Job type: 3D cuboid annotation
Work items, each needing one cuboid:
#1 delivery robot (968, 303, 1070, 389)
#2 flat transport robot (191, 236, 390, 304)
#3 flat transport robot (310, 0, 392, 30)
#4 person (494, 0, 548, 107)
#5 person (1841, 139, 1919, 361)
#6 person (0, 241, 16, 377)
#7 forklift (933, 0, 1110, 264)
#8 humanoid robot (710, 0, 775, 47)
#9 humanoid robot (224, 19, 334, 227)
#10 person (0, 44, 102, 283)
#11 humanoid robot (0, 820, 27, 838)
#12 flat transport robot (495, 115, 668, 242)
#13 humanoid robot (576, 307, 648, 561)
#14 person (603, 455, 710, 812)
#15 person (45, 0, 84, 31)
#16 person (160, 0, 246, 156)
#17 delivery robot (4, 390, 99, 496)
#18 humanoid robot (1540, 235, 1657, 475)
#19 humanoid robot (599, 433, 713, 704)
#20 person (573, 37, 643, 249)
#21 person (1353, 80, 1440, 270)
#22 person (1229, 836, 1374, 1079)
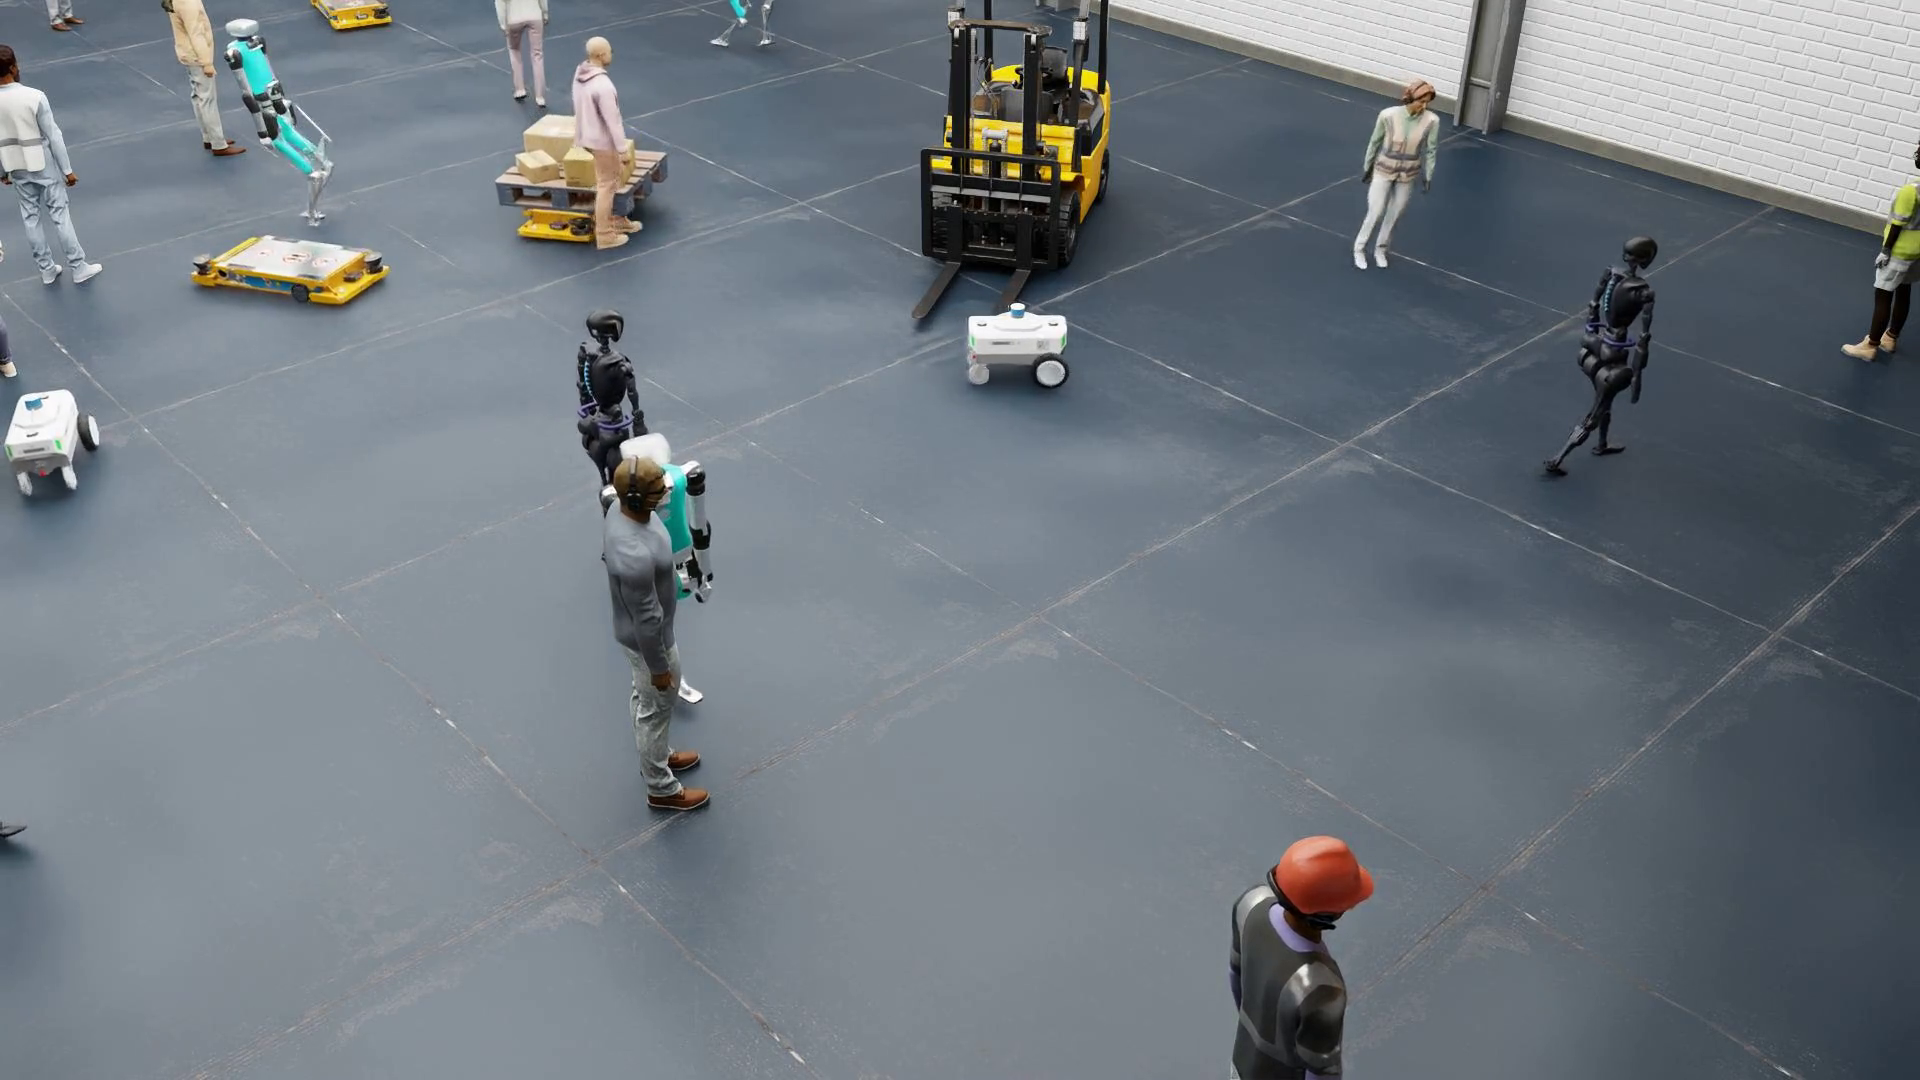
[{"bbox_3d":[0.424,-1.438,12.103,0.766,0.575,0.499,0,33,-1],"label":"delivery robot"},{"bbox_3d":[-5.468,-2.211,13.571,1.431,0.231,0.659,10,34,15],"label":"flat transport robot"},{"bbox_3d":[-7.387,-6.464,20.109,0.659,0.231,1.431,-17,37,-25],"label":"flat transport robot"},{"bbox_3d":[-4.479,-5.350,17.045,0.531,1.746,0.614,-11,35,-16],"label":"person"},{"bbox_3d":[6.892,-2.127,12.138,0.534,1.693,0.319,-20,38,-28],"label":"person"},{"bbox_3d":[-7.109,-1.943,11.694,0.406,1.867,0.806,18,37,26],"label":"person"},{"bbox_3d":[0.570,-3.725,14.138,1.214,2.155,2.313,9,34,13],"label":"forklift"},{"bbox_3d":[-2.412,-6.262,18.495,1.029,1.763,0.539,16,36,23],"label":"humanoid robot"},{"bbox_3d":[-5.751,-3.560,14.336,0.781,1.811,0.533,4,33,6],"label":"humanoid robot"},{"bbox_3d":[-7.370,-2.961,13.213,0.595,1.916,0.375,0,33,-1],"label":"person"},{"bbox_3d":[-4.920,0.801,7.679,0.758,1.626,0.600,14,36,20],"label":"humanoid robot"},{"bbox_3d":[-3.326,-3.018,14.812,0.659,0.231,1.431,7,34,11],"label":"flat transport robot"},{"bbox_3d":[-2.048,-0.617,9.832,0.610,1.651,0.340,27,41,34],"label":"humanoid robot"},{"bbox_3d":[-1.475,0.445,7.960,0.357,1.937,0.636,-8,34,-12],"label":"person"},{"bbox_3d":[-10.612,-6.794,19.351,0.333,1.645,0.477,7,34,10],"label":"person"},{"bbox_3d":[-7.235,-4.589,15.756,0.400,1.876,0.554,-21,38,-29],"label":"person"},{"bbox_3d":[-6.028,-0.683,10.953,0.499,0.587,0.769,-10,34,-15],"label":"delivery robot"},{"bbox_3d":[4.199,-1.195,10.761,0.767,1.631,0.613,-10,34,-15],"label":"humanoid robot"},{"bbox_3d":[-1.596,0.185,8.586,0.545,1.836,0.725,-19,37,-26],"label":"humanoid robot"},{"bbox_3d":[-2.908,-3.330,13.919,0.645,1.761,0.554,-21,38,-29],"label":"person"},{"bbox_3d":[3.546,-2.957,13.482,0.545,1.601,0.443,1,33,2],"label":"person"},{"bbox_3d":[1.135,1.812,5.763,0.378,2.045,0.604,-11,35,-16],"label":"person"}]
